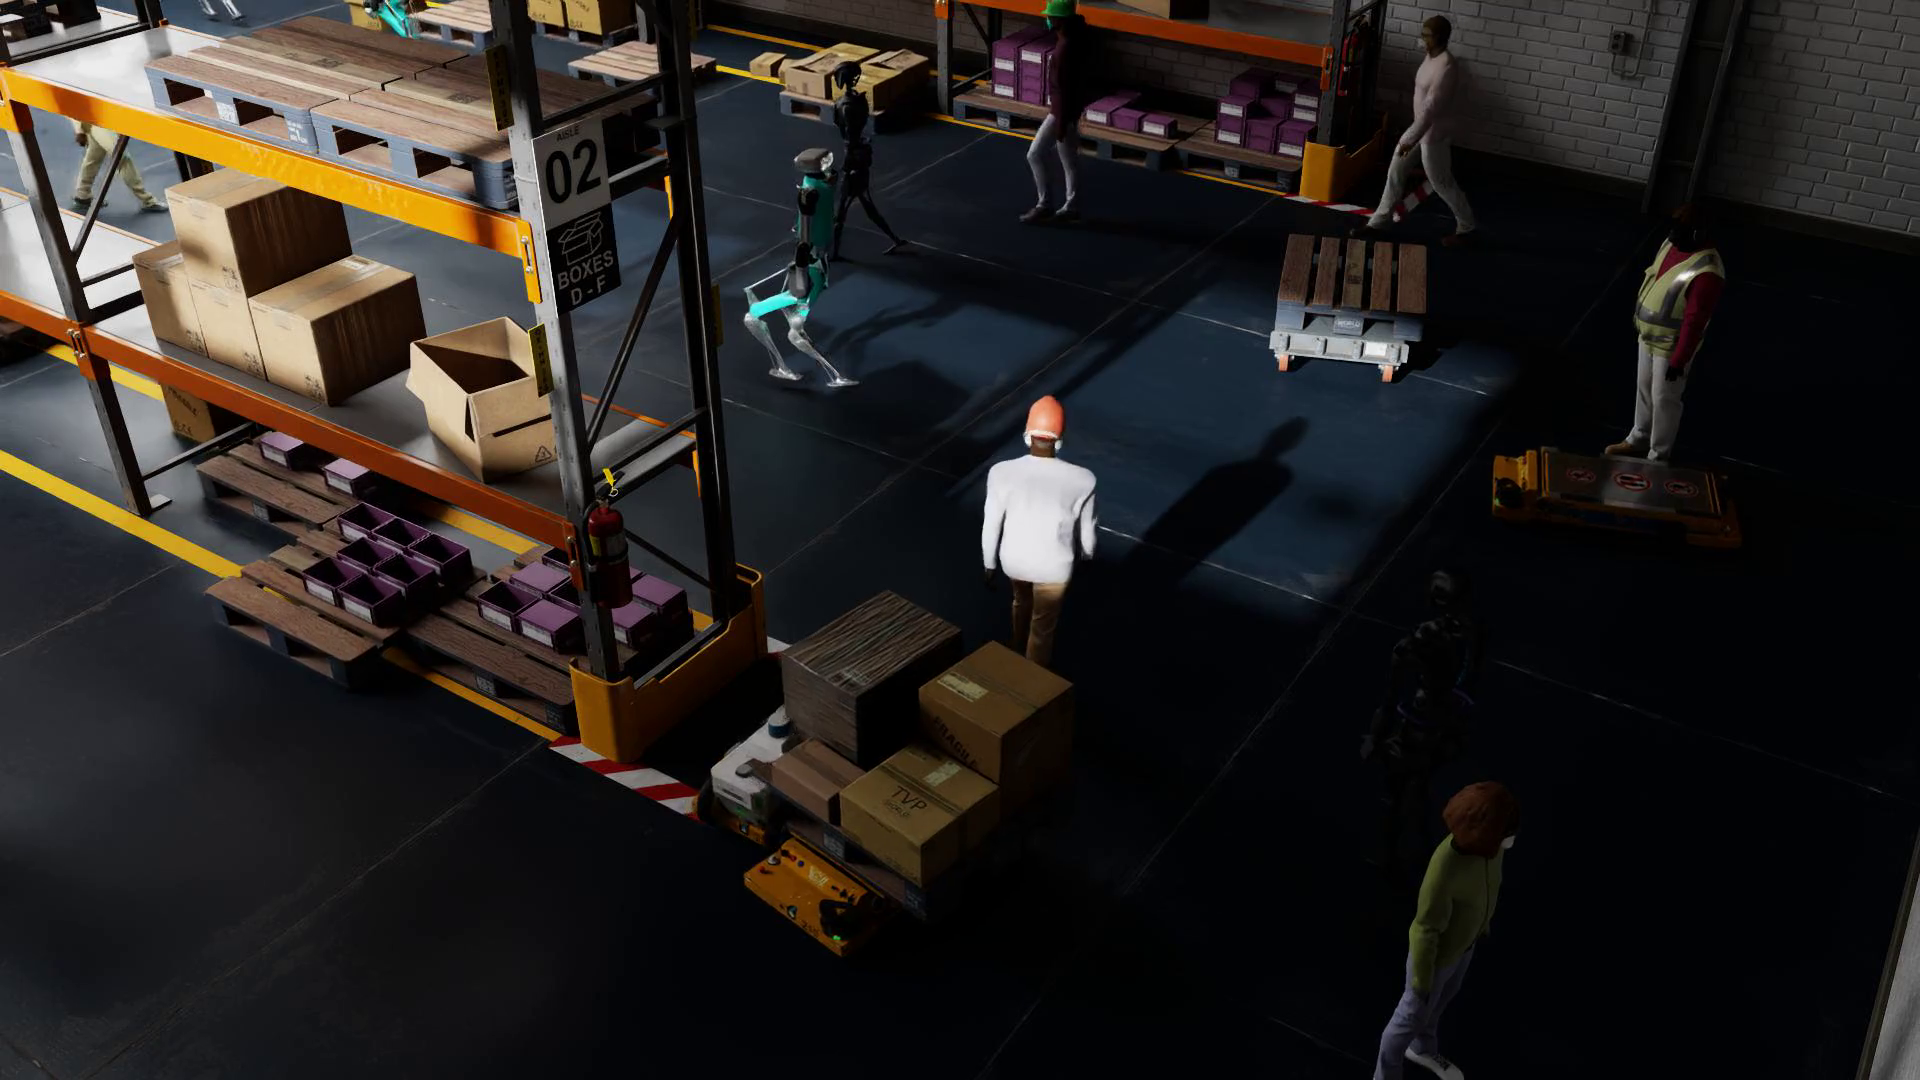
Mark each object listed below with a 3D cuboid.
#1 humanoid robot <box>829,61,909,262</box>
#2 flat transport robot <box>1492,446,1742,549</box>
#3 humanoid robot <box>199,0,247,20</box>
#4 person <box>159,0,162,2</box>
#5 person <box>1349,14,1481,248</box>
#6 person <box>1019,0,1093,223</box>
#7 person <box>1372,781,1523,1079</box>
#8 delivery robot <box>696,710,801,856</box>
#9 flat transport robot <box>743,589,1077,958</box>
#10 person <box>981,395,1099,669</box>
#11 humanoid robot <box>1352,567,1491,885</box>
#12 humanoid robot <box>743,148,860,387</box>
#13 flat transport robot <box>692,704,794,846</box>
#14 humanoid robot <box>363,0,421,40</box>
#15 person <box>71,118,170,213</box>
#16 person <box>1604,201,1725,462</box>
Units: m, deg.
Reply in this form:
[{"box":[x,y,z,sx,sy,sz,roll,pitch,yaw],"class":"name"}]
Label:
[{"box":[-0.804,-2.995,13.233,0.772,1.635,0.594,-1,33,-2],"class":"humanoid robot"},{"box":[4.052,-0.276,10.297,1.431,0.231,0.659,9,34,13],"class":"flat transport robot"},{"box":[-8.595,-6.734,18.870,0.988,1.731,0.546,27,42,35],"class":"humanoid robot"},{"box":[-9.734,-7.334,19.785,0.458,1.752,0.763,10,34,15],"class":"person"},{"box":[3.832,-3.284,13.445,1.028,1.893,0.626,-1,33,-1],"class":"person"},{"box":[0.760,-3.576,13.843,0.652,1.930,0.536,9,34,13],"class":"person"},{"box":[1.845,1.534,6.272,0.284,1.626,0.494,27,42,35],"class":"person"},{"box":[-0.873,1.099,7.925,0.517,0.599,0.770,21,38,29],"class":"delivery robot"},{"box":[-0.264,1.348,7.801,0.659,0.231,1.431,27,42,35],"class":"flat transport robot"},{"box":[0.421,0.054,8.463,0.563,1.715,0.690,10,34,15],"class":"person"},{"box":[2.026,0.830,7.305,0.586,1.651,0.329,-17,37,-24],"class":"humanoid robot"},{"box":[-1.149,-1.797,11.312,0.865,1.788,0.540,8,34,12],"class":"humanoid robot"},{"box":[-0.625,1.015,8.313,0.659,0.231,1.431,20,38,27],"class":"flat transport robot"},{"box":[-5.731,-5.461,16.966,0.749,1.841,0.543,22,39,30],"class":"humanoid robot"},{"box":[-7.321,-3.594,14.084,0.881,1.702,0.558,-4,33,-6],"class":"person"},{"box":[4.384,-1.233,10.340,0.431,1.838,0.624,-1,33,-1],"class":"person"}]
